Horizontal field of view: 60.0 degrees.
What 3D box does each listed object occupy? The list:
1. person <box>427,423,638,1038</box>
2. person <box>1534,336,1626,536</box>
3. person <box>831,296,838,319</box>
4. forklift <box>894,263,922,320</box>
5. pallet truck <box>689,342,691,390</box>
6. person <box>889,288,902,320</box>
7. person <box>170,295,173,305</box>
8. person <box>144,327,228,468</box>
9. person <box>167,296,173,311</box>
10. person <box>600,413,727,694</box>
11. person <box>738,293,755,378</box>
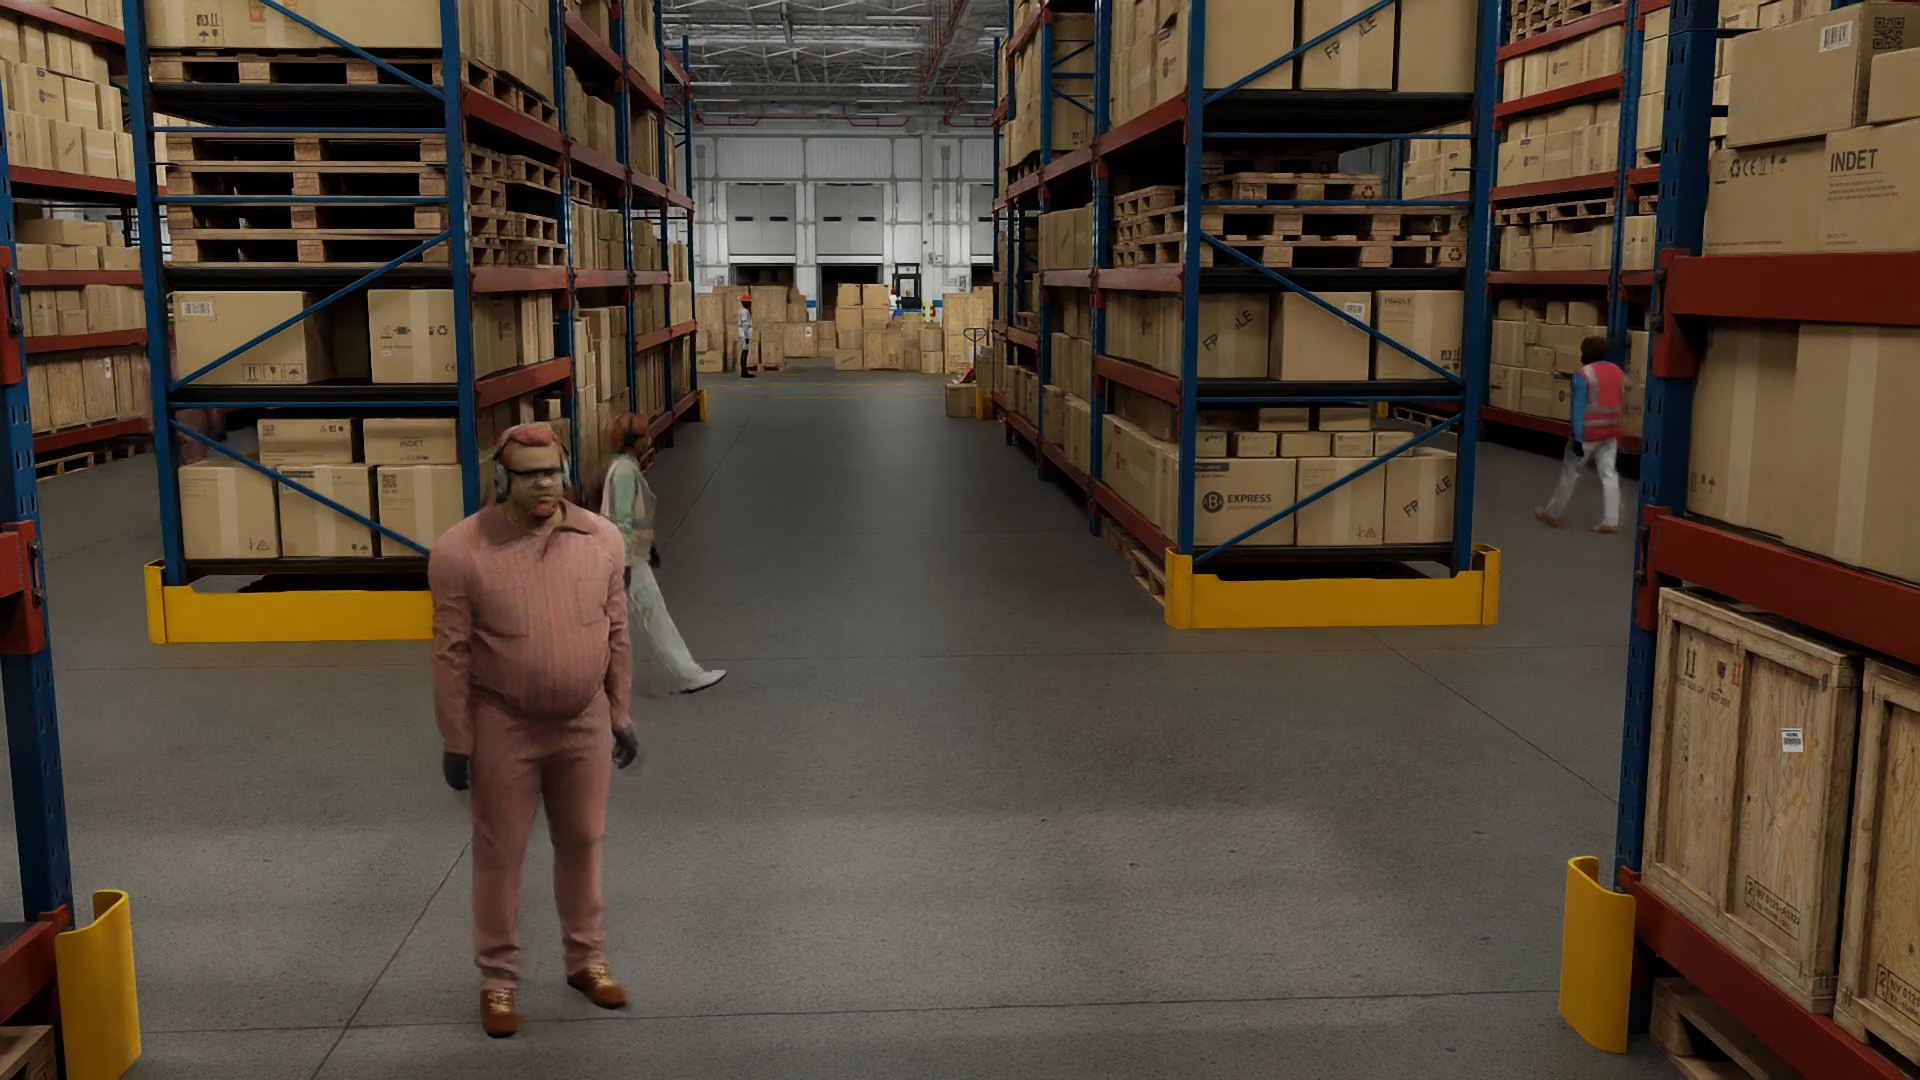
[{"bbox_3d":[-1.317,0.582,5.232,0.651,1.904,0.403,-6,11,-33],"label":"person"},{"bbox_3d":[5.748,-0.965,15.292,0.624,1.792,0.917,-4,10,-22],"label":"person"},{"bbox_3d":[-4.237,-8.087,59.712,0.635,1.905,0.988,-8,12,-40],"label":"person"},{"bbox_3d":[-1.983,-9.012,62.419,1.129,2.768,1.873,-1,9,-4],"label":"forklift"},{"bbox_3d":[-5.225,-3.008,27.480,1.885,1.965,0.823,2,9,14],"label":"pallet truck"},{"bbox_3d":[-2.479,-8.529,62.508,0.572,1.883,0.358,0,9,1],"label":"person"},{"bbox_3d":[-29.543,-8.631,62.795,0.379,1.996,0.611,1,9,5],"label":"person"},{"bbox_3d":[-7.201,-1.055,15.583,0.642,1.882,0.742,1,9,3],"label":"person"},{"bbox_3d":[-25.962,-7.153,54.410,0.535,1.720,0.936,-2,9,-11],"label":"person"},{"bbox_3d":[-1.755,0.097,9.223,0.847,1.594,0.531,-3,9,-16],"label":"person"},{"bbox_3d":[-4.921,-4.702,38.305,0.355,1.939,0.544,-2,9,-13],"label":"person"}]
